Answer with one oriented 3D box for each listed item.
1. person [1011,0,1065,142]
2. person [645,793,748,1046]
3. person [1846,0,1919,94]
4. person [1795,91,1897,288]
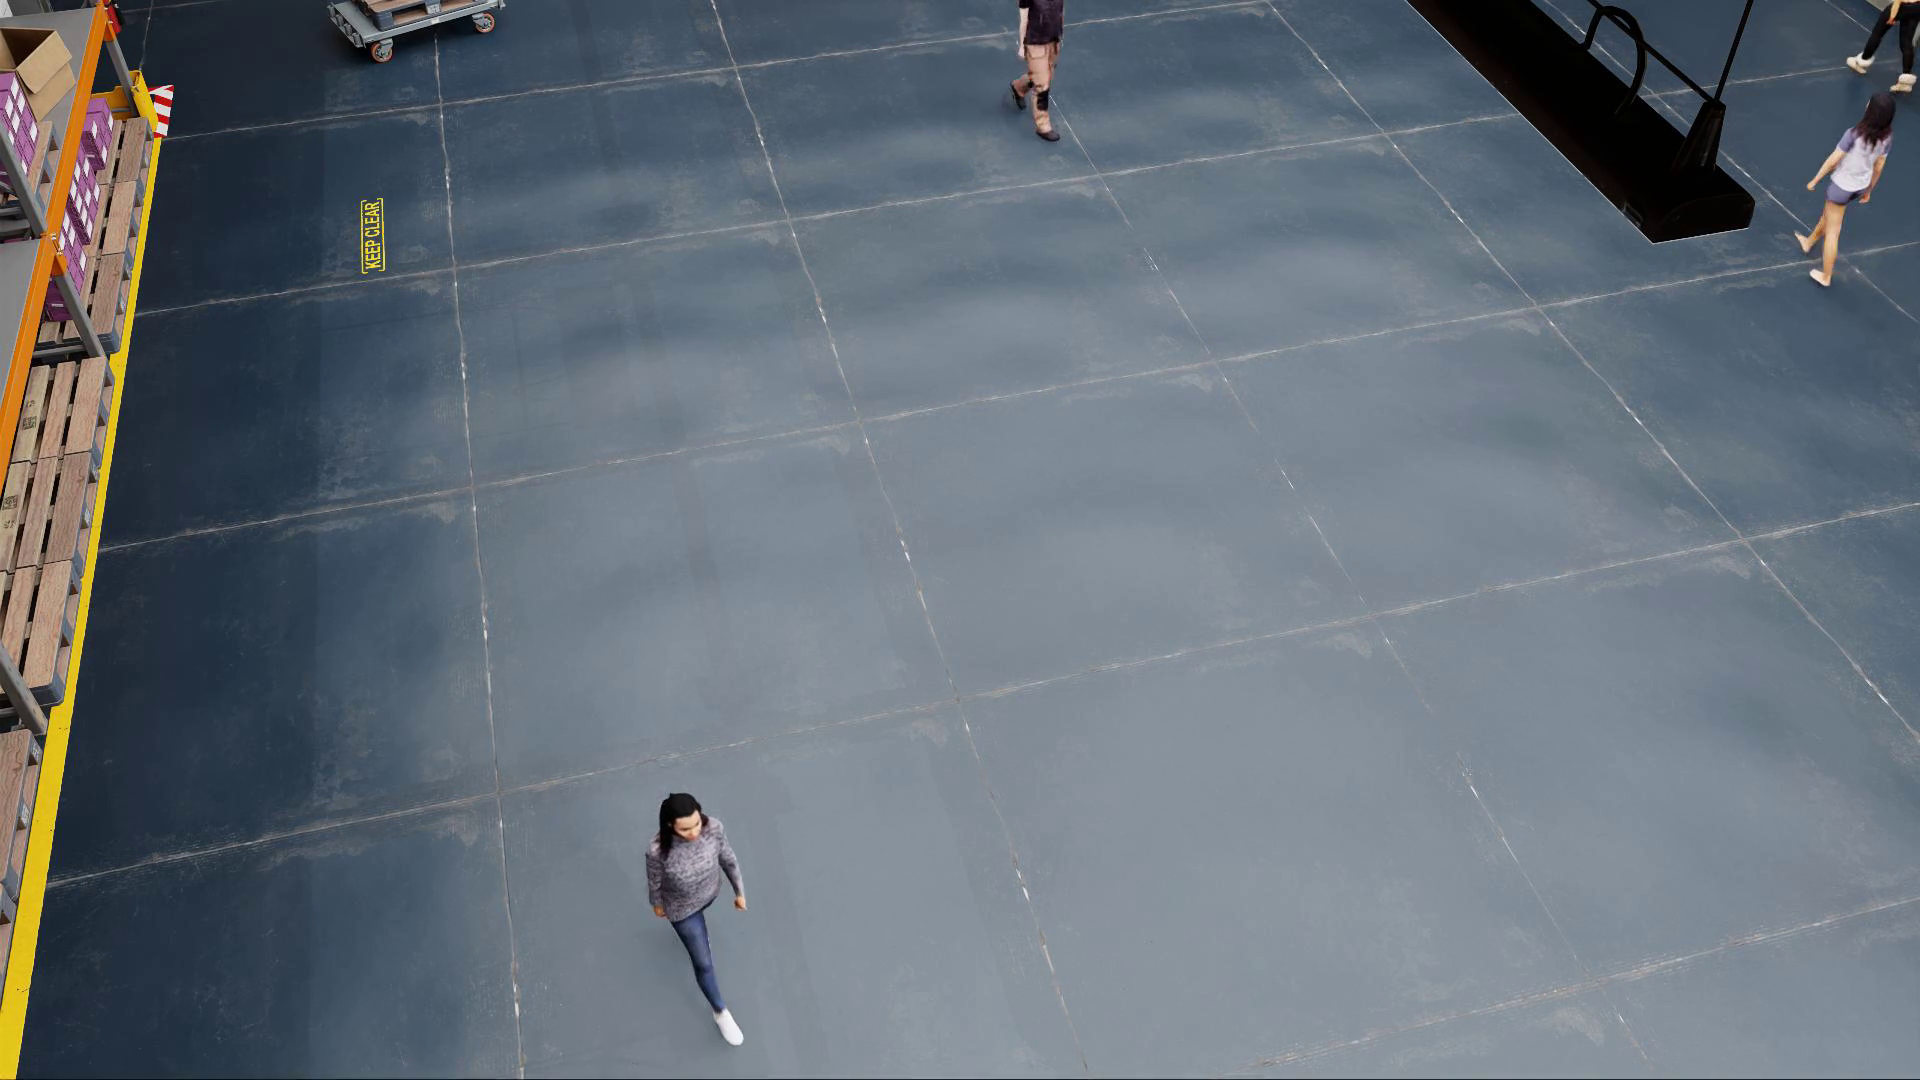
[{"bbox_3d":[0.717,-4.777,15.864,0.975,1.818,1.197,-30,51,-28],"label":"person"},{"bbox_3d":[-1.469,1.854,9.005,0.881,1.678,1.251,-24,49,-23],"label":"person"},{"bbox_3d":[9.425,-5.221,16.468,0.673,1.628,1.123,-6,44,-6],"label":"person"},{"bbox_3d":[7.497,-2.906,13.983,0.634,1.704,0.953,-9,44,-10],"label":"person"}]
